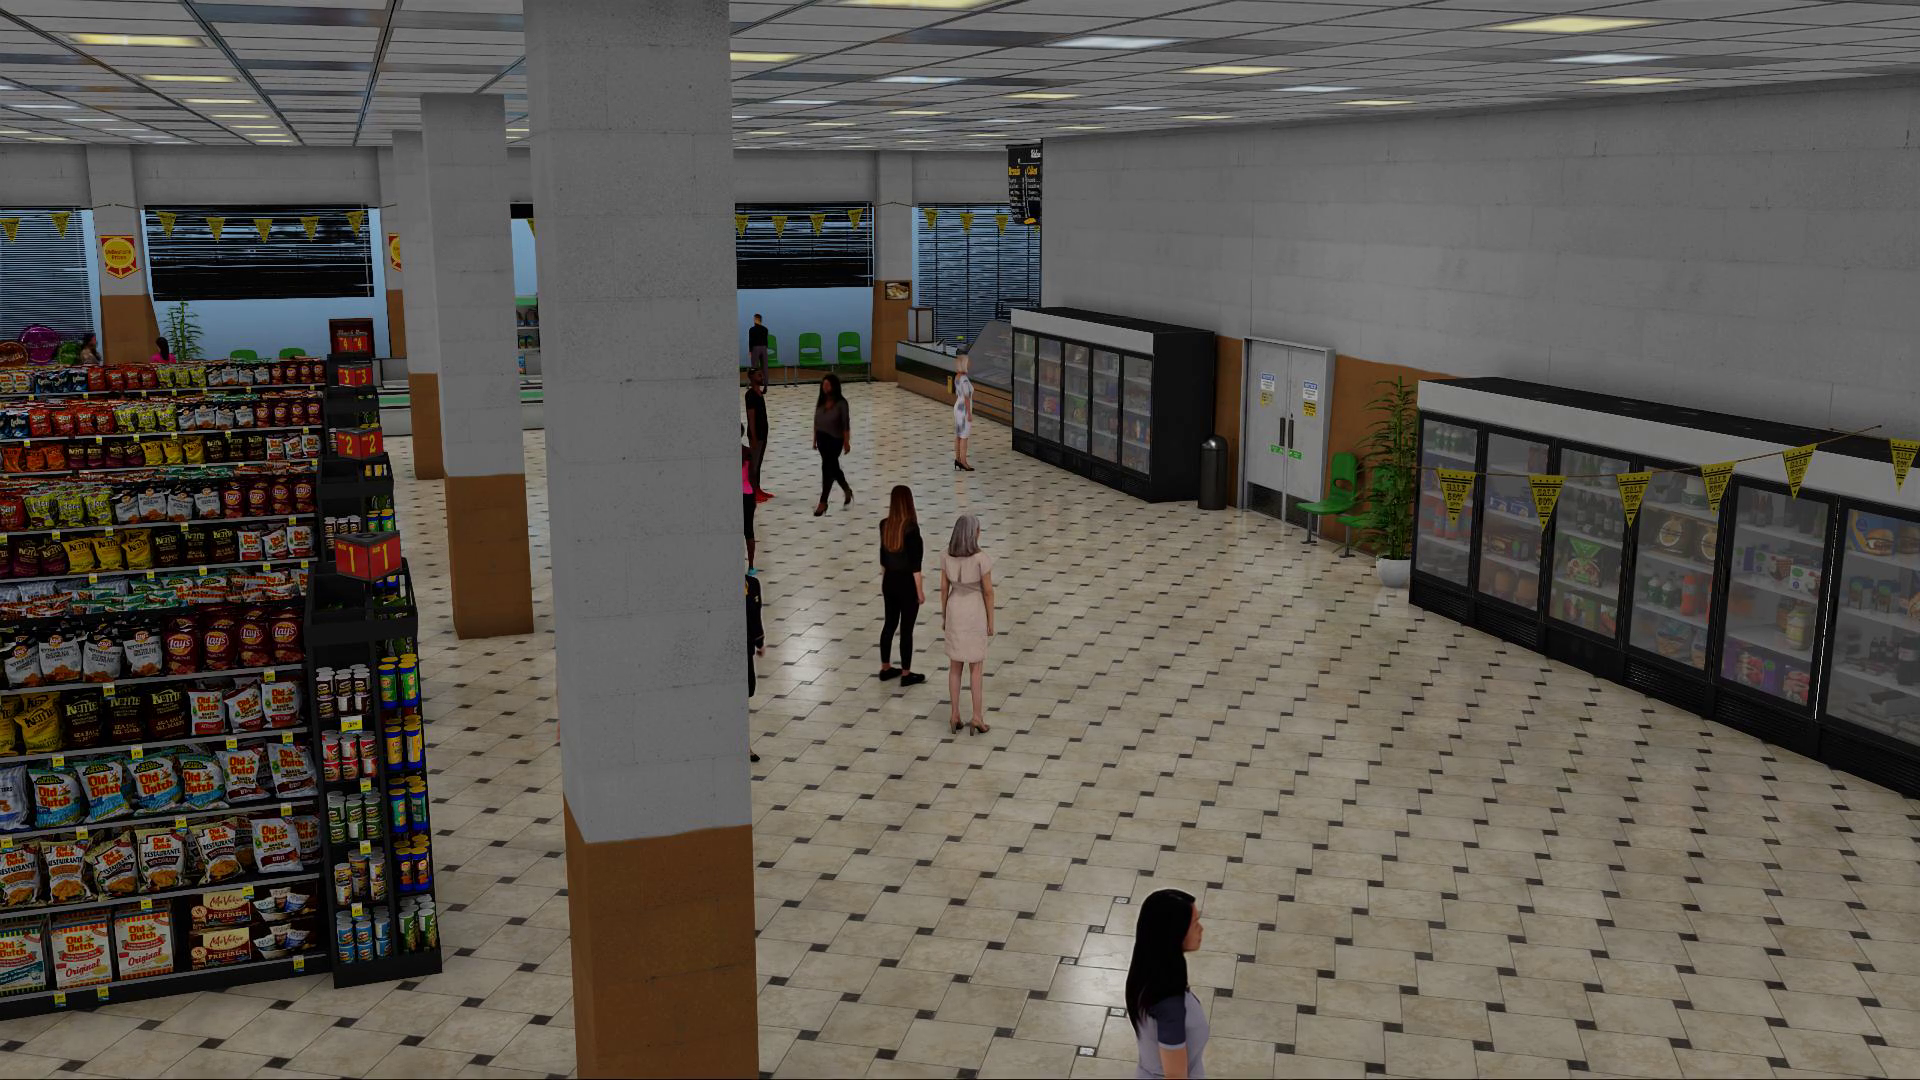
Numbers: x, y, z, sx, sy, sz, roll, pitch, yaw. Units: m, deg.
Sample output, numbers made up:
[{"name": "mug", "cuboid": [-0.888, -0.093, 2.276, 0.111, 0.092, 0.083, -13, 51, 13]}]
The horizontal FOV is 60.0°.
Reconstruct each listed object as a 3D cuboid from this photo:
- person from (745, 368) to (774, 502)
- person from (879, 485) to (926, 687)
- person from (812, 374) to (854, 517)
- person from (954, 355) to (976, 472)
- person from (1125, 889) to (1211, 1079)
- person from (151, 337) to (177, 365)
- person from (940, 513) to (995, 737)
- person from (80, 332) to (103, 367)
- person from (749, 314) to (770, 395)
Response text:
[{"name": "person", "cuboid": [-2.785, -1.452, 22.719, 0.704, 1.806, 0.714, 2, 12, 9]}, {"name": "person", "cuboid": [-0.524, 0.382, 14.249, 0.679, 1.707, 0.681, 11, 16, 42]}, {"name": "person", "cuboid": [-1.625, -1.238, 21.721, 1.077, 1.798, 1.246, 8, 14, 33]}, {"name": "person", "cuboid": [0.046, -1.929, 25.114, 0.490, 1.751, 0.553, -4, 13, -20]}, {"name": "person", "cuboid": [0.760, 2.088, 6.146, 0.608, 1.706, 0.645, -1, 12, -6]}, {"name": "person", "cuboid": [-13.688, -2.652, 28.677, 0.728, 1.698, 0.626, 12, 17, 44]}, {"name": "person", "cuboid": [0.054, 0.649, 12.911, 0.685, 1.735, 0.749, 5, 13, 23]}, {"name": "person", "cuboid": [-14.956, -2.632, 28.473, 1.161, 1.743, 0.838, 0, 12, -1]}, {"name": "person", "cuboid": [-4.147, -3.843, 34.413, 0.531, 1.666, 0.679, -7, 14, -30]}]
